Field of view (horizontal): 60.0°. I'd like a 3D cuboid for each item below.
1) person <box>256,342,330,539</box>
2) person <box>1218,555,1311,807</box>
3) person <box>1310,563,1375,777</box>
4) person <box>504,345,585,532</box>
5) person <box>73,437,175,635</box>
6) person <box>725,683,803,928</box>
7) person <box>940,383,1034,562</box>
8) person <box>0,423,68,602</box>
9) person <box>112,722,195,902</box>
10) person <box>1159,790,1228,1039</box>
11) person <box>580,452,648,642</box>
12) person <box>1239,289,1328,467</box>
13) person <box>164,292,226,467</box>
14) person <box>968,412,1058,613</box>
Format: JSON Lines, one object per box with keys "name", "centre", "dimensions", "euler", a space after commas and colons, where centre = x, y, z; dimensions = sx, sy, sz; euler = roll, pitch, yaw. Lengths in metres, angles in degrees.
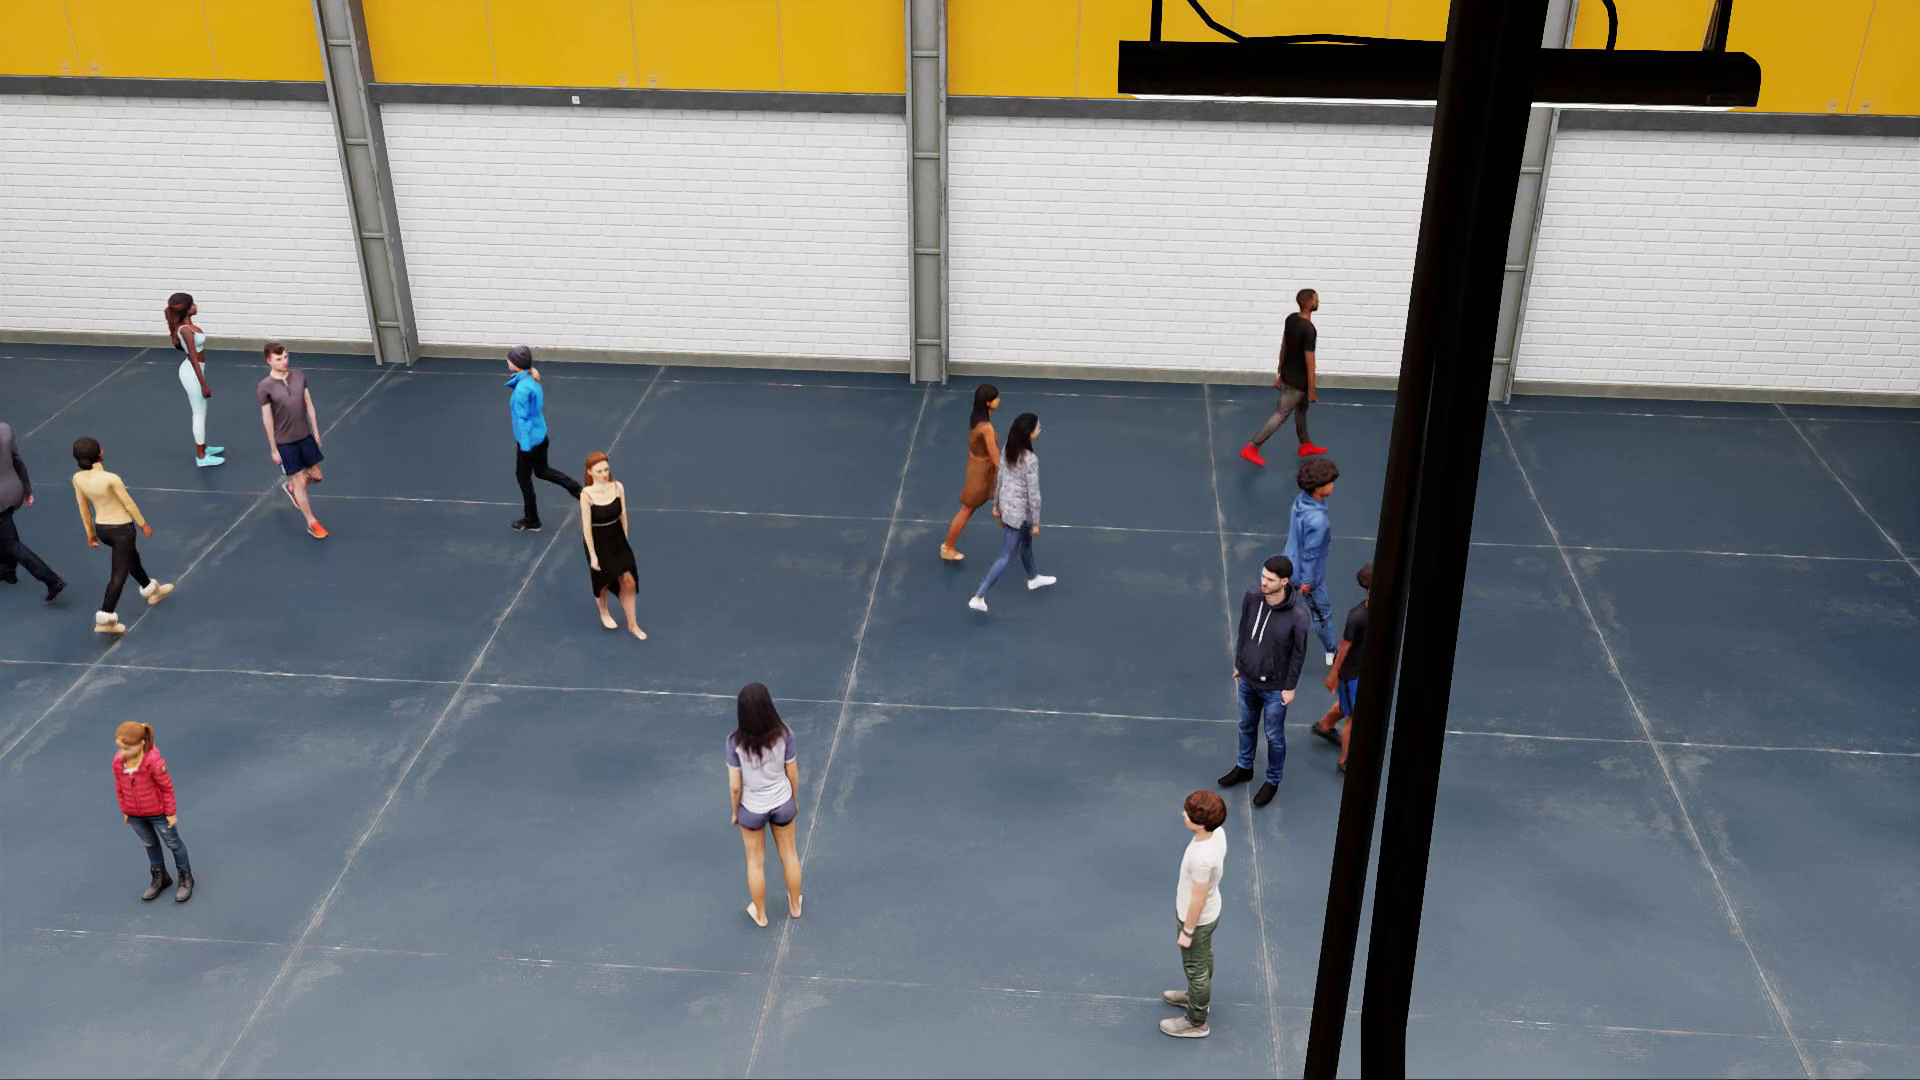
{"name": "person", "centre": [-5.957, -0.906, 14.719], "dimensions": [1.046, 1.836, 0.925], "euler": [19, 34, 31]}
{"name": "person", "centre": [2.093, 0.922, 11.307], "dimensions": [0.816, 1.895, 0.739], "euler": [-25, 37, -37]}
{"name": "person", "centre": [2.723, 0.859, 11.574], "dimensions": [0.944, 1.750, 0.975], "euler": [-20, 34, -32]}
{"name": "person", "centre": [-3.684, -0.868, 14.712], "dimensions": [1.005, 1.778, 0.606], "euler": [2, 29, 4]}
{"name": "person", "centre": [-6.811, -0.013, 13.307], "dimensions": [1.127, 1.623, 0.847], "euler": [9, 30, 17]}
{"name": "person", "centre": [-1.189, 1.627, 10.185], "dimensions": [0.574, 1.732, 0.711], "euler": [-8, 30, -14]}
{"name": "person", "centre": [0.101, -0.512, 14.204], "dimensions": [1.082, 1.638, 0.677], "euler": [-3, 29, -5]}
{"name": "person", "centre": [-7.853, -0.314, 13.675], "dimensions": [1.286, 1.797, 0.869], "euler": [8, 30, 15]}
{"name": "person", "centre": [-5.104, 1.695, 10.494], "dimensions": [0.424, 1.316, 0.559], "euler": [2, 29, 4]}
{"name": "person", "centre": [1.348, 2.102, 9.396], "dimensions": [0.576, 1.654, 0.597], "euler": [7, 29, 13]}
{"name": "person", "centre": [-2.873, 0.008, 13.295], "dimensions": [0.874, 1.597, 0.909], "euler": [-18, 33, -29]}
{"name": "person", "centre": [3.111, -1.523, 15.919], "dimensions": [1.280, 1.772, 0.941], "euler": [-6, 29, -11]}
{"name": "person", "centre": [-7.373, -1.558, 16.036], "dimensions": [0.701, 1.721, 0.664], "euler": [-14, 32, -24]}
{"name": "person", "centre": [0.376, -0.195, 13.568], "dimensions": [1.284, 1.690, 1.129], "euler": [-18, 33, -29]}
